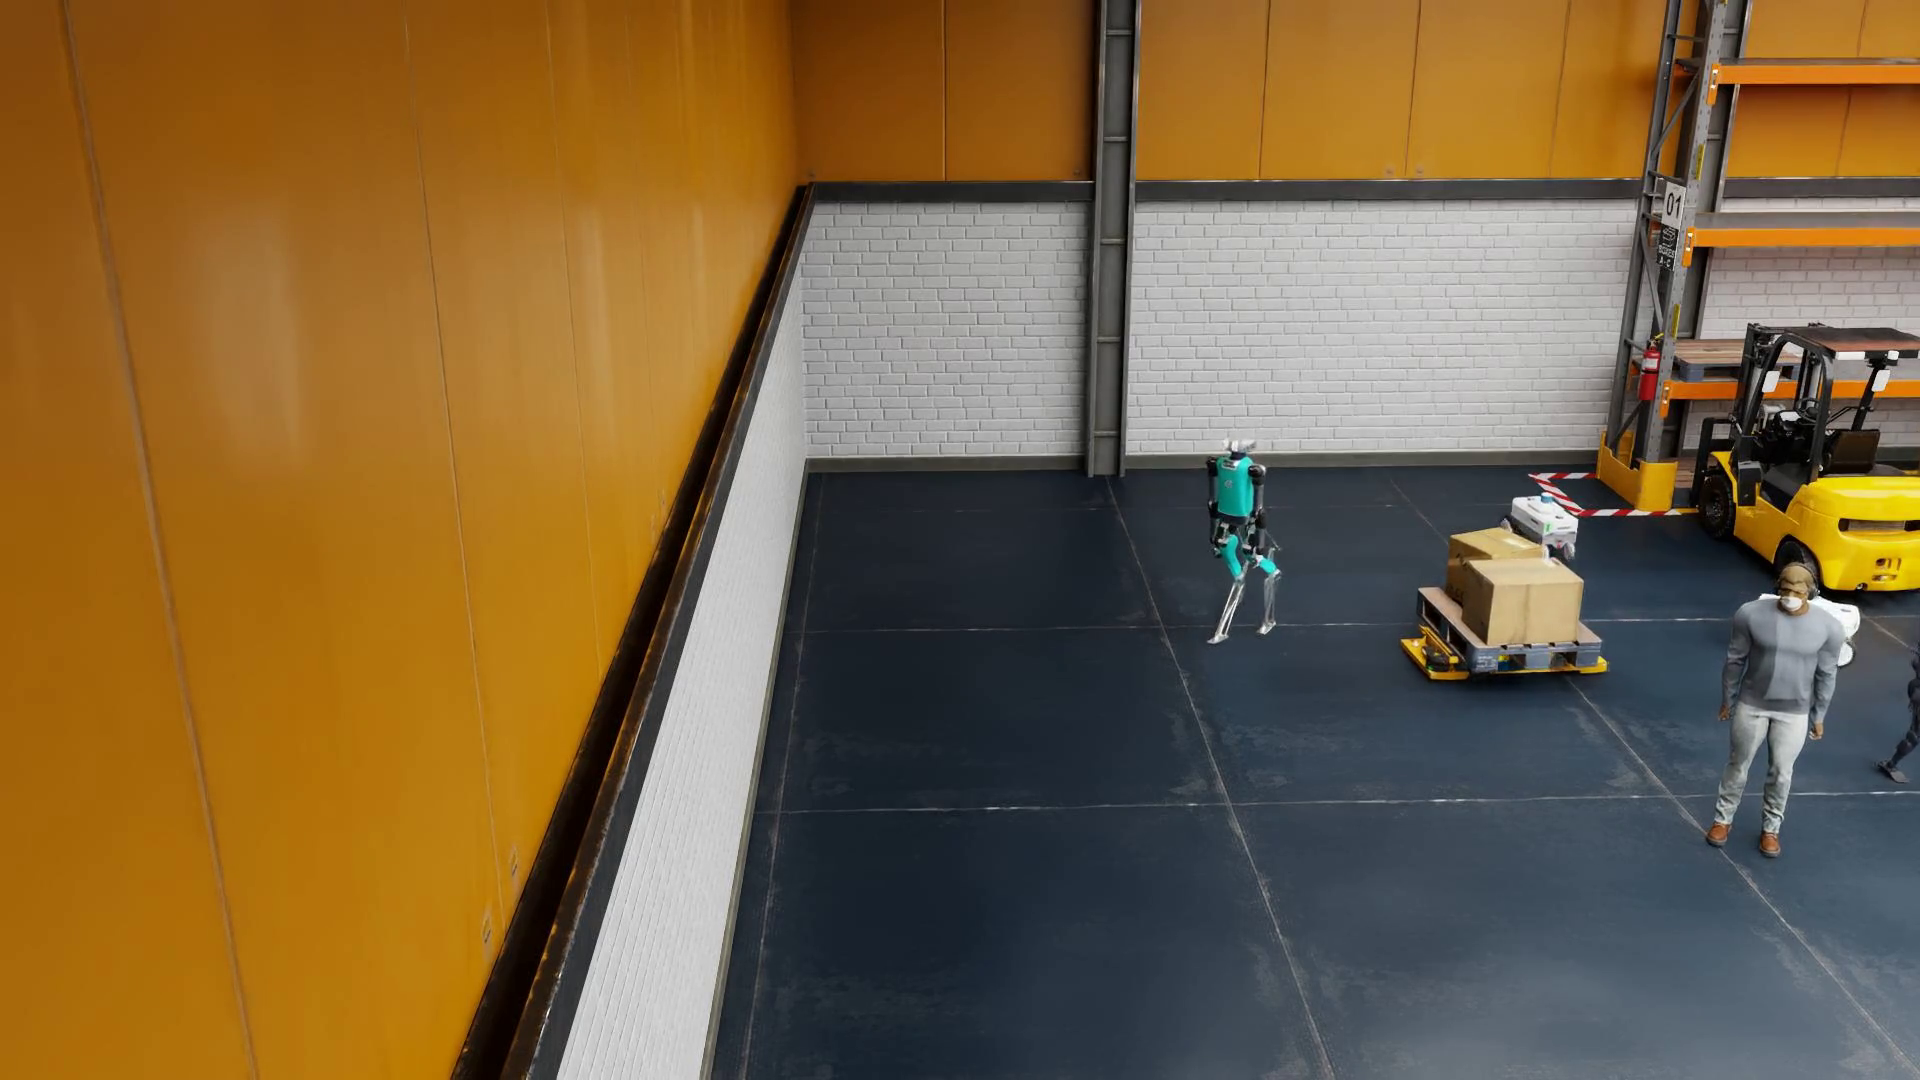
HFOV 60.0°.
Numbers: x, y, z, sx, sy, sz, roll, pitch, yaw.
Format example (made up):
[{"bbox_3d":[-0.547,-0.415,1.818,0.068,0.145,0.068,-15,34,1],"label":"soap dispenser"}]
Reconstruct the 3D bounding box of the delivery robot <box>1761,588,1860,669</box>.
[{"bbox_3d":[6.773,0.668,13.319,0.762,0.587,0.499,8,22,21],"label":"delivery robot"}]

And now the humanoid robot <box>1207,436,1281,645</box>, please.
[{"bbox_3d":[2.371,-0.031,13.532,0.557,1.781,0.877,19,27,41],"label":"humanoid robot"}]

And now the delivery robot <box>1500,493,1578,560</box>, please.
[{"bbox_3d":[5.445,-0.155,15.544,0.499,0.586,0.773,-4,21,-10],"label":"delivery robot"}]

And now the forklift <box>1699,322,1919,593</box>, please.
[{"bbox_3d":[7.809,-0.792,14.926,1.214,2.155,2.313,-1,20,-2],"label":"forklift"}]

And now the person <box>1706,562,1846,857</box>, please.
[{"bbox_3d":[5.051,1.040,10.326,0.628,1.938,0.369,10,23,26],"label":"person"}]

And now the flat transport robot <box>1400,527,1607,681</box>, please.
[{"bbox_3d":[4.305,0.874,13.184,1.431,0.231,0.659,-2,20,-6],"label":"flat transport robot"}]

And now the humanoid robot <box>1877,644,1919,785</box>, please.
[{"bbox_3d":[6.559,0.917,11.059,0.602,1.638,0.601,-6,21,-16],"label":"humanoid robot"}]
